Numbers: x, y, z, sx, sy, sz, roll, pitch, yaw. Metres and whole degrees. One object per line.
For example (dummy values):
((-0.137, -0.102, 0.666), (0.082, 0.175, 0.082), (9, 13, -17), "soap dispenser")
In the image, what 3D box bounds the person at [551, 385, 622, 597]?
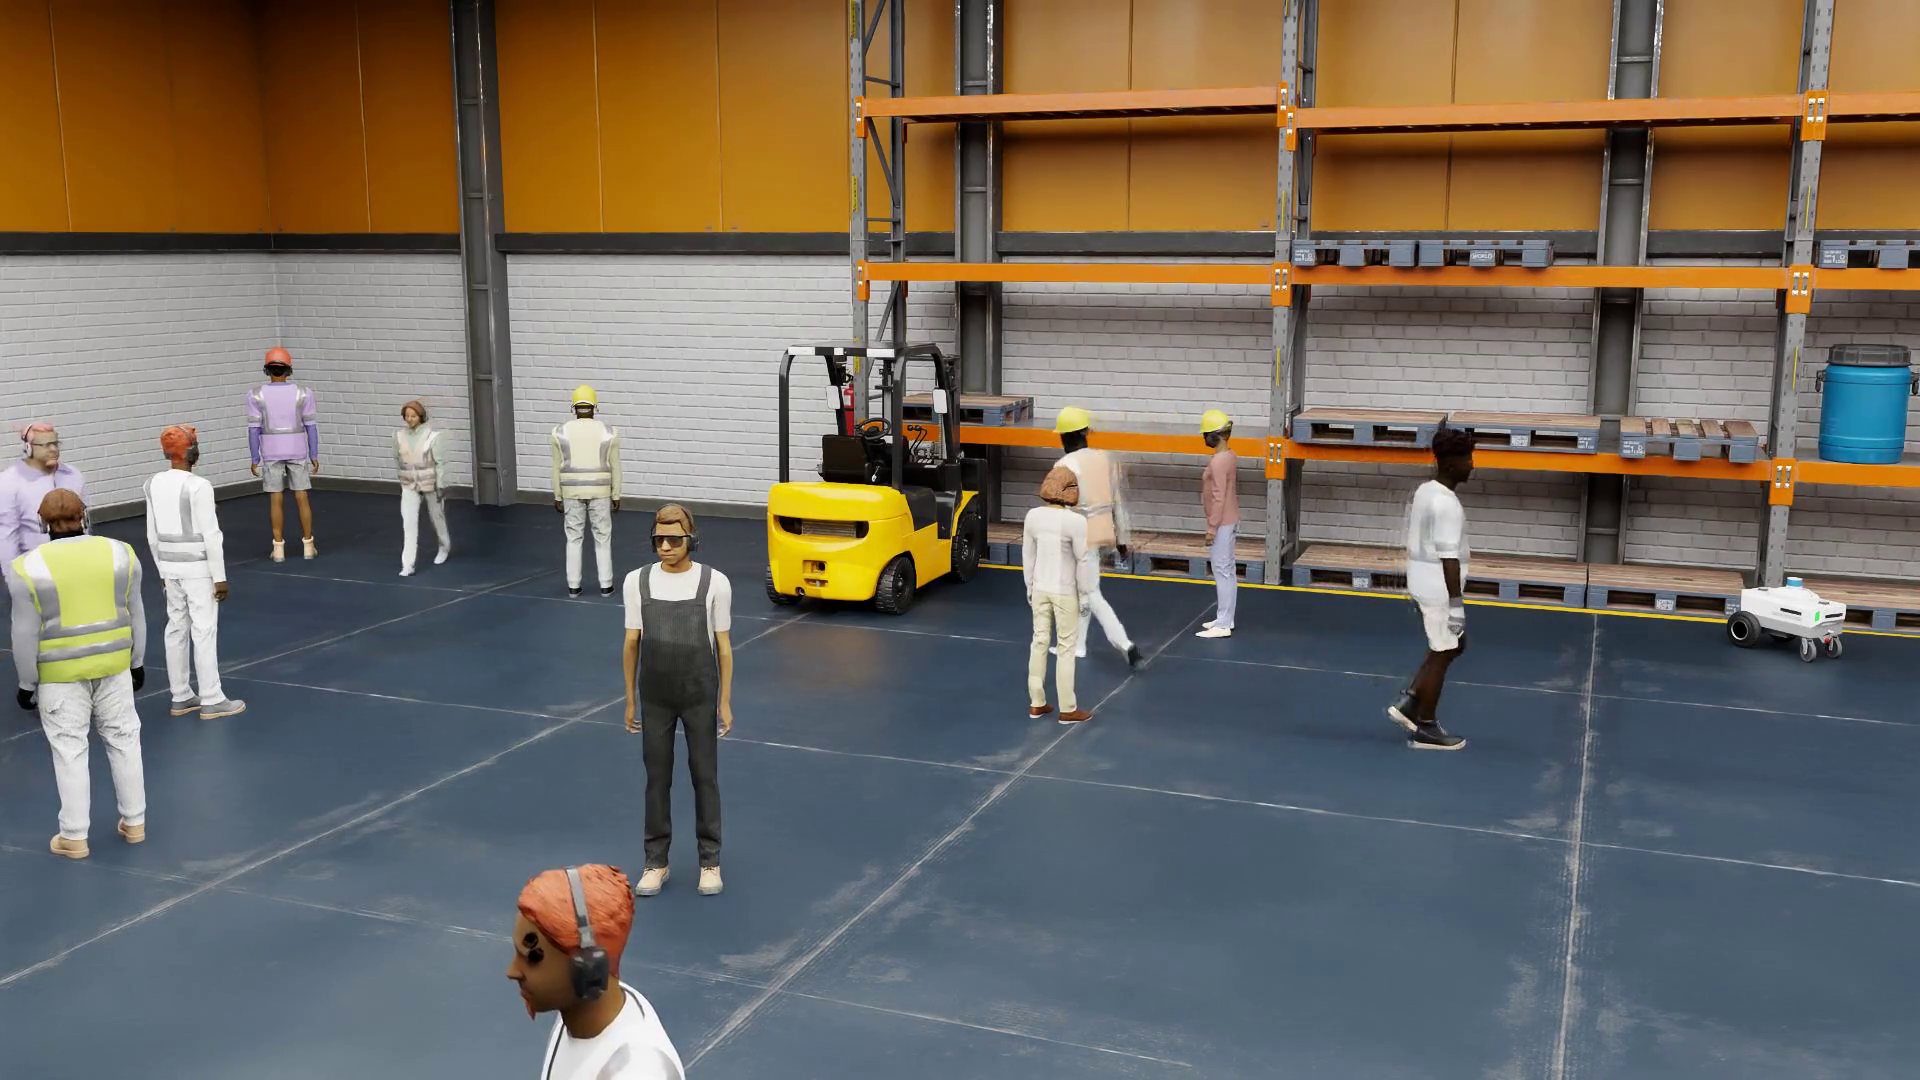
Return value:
((-3.190, -0.412, 14.239), (0.586, 1.824, 0.404), (-2, 10, -12), "person")

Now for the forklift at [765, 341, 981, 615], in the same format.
((-0.739, -0.602, 14.246), (1.214, 2.155, 2.313), (4, 11, 21), "forklift")

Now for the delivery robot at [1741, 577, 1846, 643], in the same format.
((6.158, 0.519, 12.306), (0.477, 0.478, 0.707), (-5, 11, -24), "delivery robot")

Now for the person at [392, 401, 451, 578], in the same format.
((-4.964, -0.501, 15.387), (0.520, 1.583, 0.920), (1, 10, 5), "person")

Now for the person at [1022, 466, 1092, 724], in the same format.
((0.617, 0.343, 10.539), (0.503, 1.632, 0.271), (9, 13, 41), "person")

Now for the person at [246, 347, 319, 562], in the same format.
((-6.450, -0.817, 15.866), (0.612, 2.041, 0.394), (-5, 11, -25), "person")

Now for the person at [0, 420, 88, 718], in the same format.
((-5.839, 0.178, 10.704), (0.403, 1.905, 0.651), (4, 11, 20), "person")

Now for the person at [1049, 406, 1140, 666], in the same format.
((0.982, -0.015, 11.881), (0.845, 1.882, 0.628), (10, 14, 43), "person")

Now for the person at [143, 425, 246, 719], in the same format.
((-4.900, 0.206, 10.609), (0.581, 1.884, 0.351), (5, 11, 24), "person")

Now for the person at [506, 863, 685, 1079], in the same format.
((-0.675, 1.529, 3.279), (0.353, 1.877, 0.571), (-4, 11, -23), "person")

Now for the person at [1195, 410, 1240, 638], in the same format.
((1.977, -0.121, 12.789), (0.333, 1.759, 0.523), (4, 11, 20), "person")

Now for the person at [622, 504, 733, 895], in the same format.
((-1.312, 0.742, 7.732), (0.513, 1.845, 0.340), (0, 10, -1), "person")

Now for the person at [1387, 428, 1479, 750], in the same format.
((2.877, 0.297, 9.910), (0.420, 1.948, 0.640), (1, 10, 3), "person")

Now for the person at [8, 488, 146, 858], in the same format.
((-4.363, 0.653, 8.258), (0.430, 1.838, 0.619), (9, 14, 42), "person")
